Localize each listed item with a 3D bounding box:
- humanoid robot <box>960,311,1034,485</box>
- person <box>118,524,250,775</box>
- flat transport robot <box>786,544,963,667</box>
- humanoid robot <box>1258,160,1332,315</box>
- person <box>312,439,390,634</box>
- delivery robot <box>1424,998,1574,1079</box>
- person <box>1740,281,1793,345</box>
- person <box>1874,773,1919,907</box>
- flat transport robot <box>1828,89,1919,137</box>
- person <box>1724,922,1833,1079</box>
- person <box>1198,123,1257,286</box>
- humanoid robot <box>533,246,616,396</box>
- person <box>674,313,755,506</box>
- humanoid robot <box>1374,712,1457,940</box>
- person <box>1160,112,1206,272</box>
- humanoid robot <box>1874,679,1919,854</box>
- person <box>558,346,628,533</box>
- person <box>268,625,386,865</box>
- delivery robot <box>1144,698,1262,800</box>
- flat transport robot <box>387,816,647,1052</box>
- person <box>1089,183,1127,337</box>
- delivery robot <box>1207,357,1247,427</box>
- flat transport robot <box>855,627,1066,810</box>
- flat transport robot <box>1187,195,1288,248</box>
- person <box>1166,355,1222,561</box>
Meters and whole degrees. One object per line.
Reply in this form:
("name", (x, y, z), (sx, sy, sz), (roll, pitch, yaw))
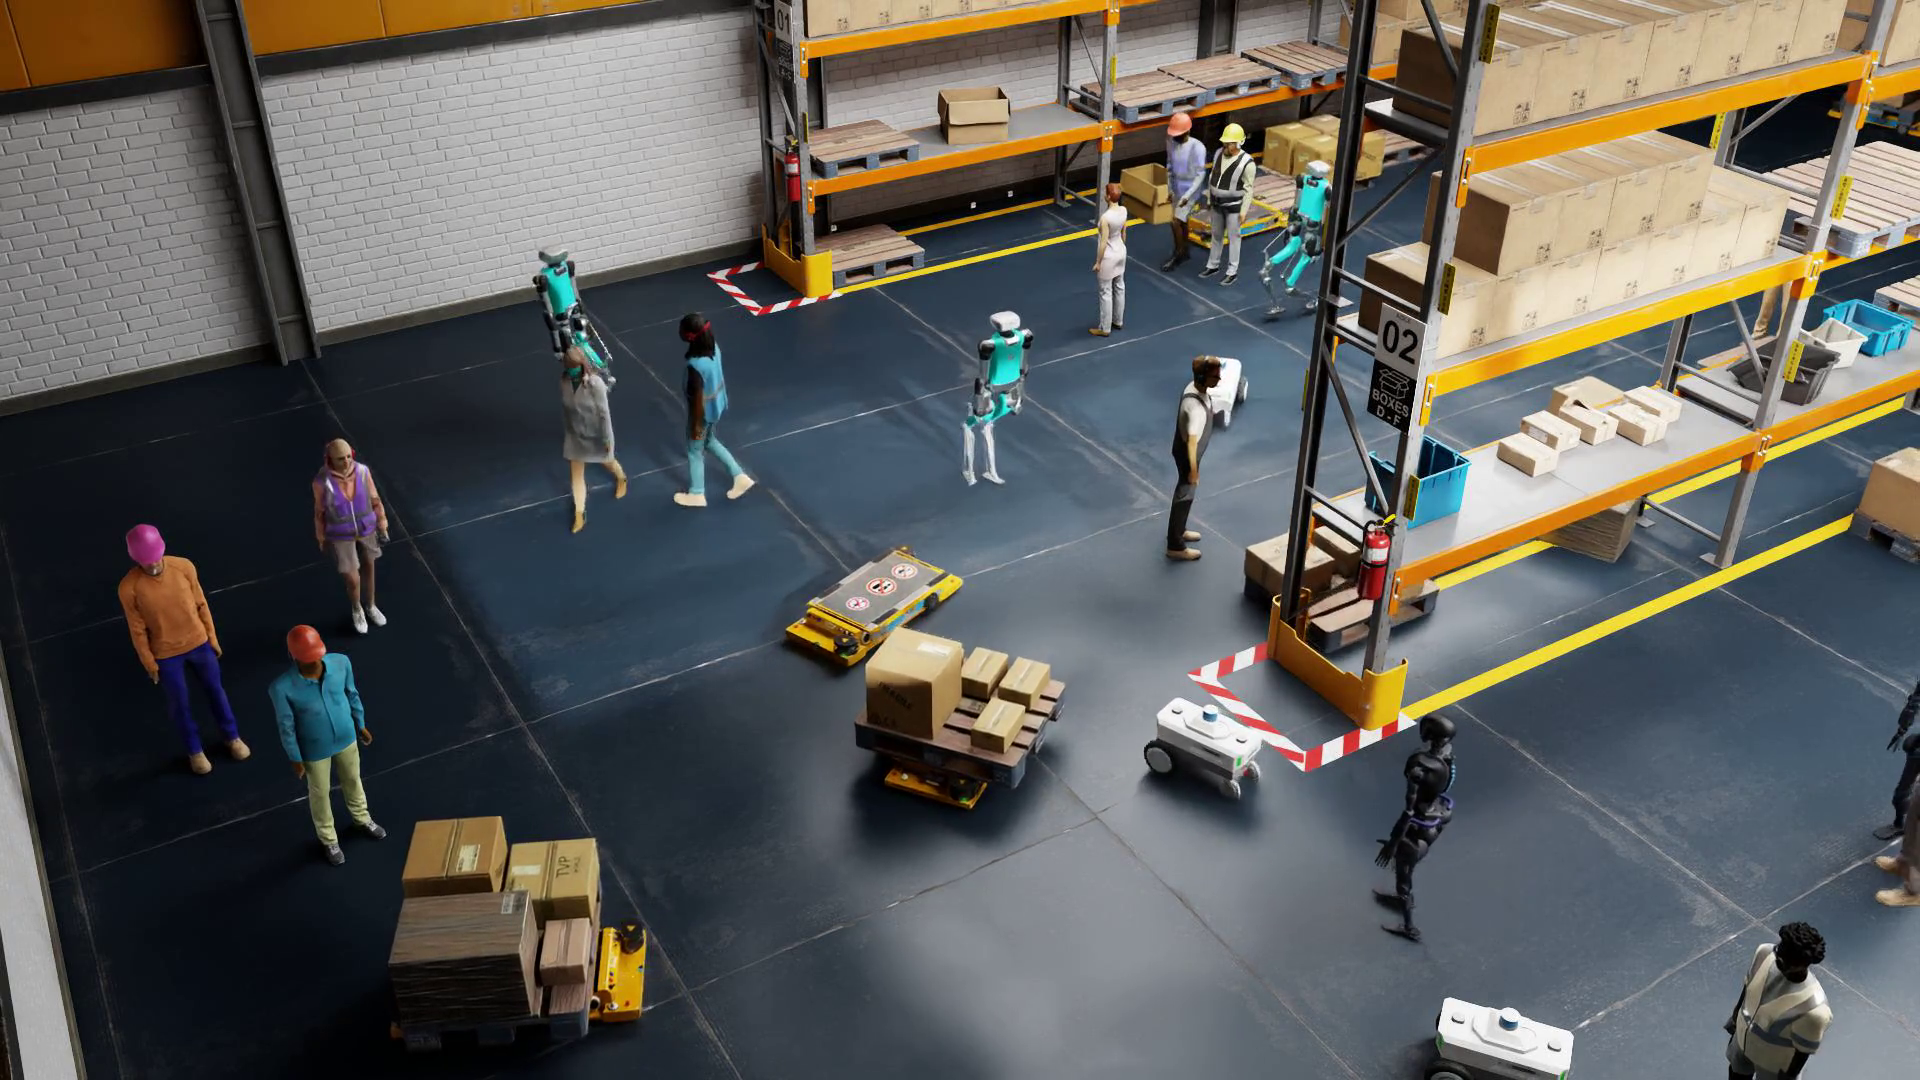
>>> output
("humanoid robot", (0.237, -1.284, 14.739), (0.531, 1.747, 0.818), (-20, 37, -28))
("person", (-5.324, 0.728, 11.327), (0.517, 1.973, 0.401), (-25, 40, -34))
("flat transport robot", (-0.670, 0.501, 13.285), (0.659, 0.231, 1.431), (22, 38, 31))
("humanoid robot", (3.566, -3.142, 17.704), (0.998, 1.733, 0.549), (-21, 38, -30))
("person", (-4.653, -0.028, 12.792), (0.527, 1.675, 0.460), (-24, 39, -33))
("delivery robot", (3.011, 2.845, 9.265), (0.774, 0.581, 0.499), (12, 34, 19))
("person", (8.468, -2.742, 17.058), (0.341, 1.748, 0.571), (-19, 37, -28))
("person", (6.031, 1.513, 10.262), (0.351, 1.768, 0.569), (10, 33, 15))
("flat transport robot", (13.254, -6.039, 23.715), (0.659, 0.231, 1.431), (-26, 40, -35))
("person", (4.157, 2.613, 8.574), (0.320, 1.693, 0.532), (-7, 33, -11))
("person", (2.985, -3.759, 18.606), (0.403, 1.834, 0.588), (-25, 40, -34))
("humanoid robot", (-3.507, -1.852, 15.678), (0.808, 1.798, 0.548), (13, 34, 19))
("person", (-2.183, -1.110, 14.366), (0.646, 1.854, 0.570), (8, 33, 12))
("humanoid robot", (2.743, 1.716, 10.024), (0.351, 1.656, 0.593), (24, 39, 33))
("person", (2.543, -3.954, 18.876), (0.702, 1.875, 0.564), (-22, 38, -31))
("humanoid robot", (6.253, 1.344, 10.635), (0.373, 1.643, 0.608), (-13, 34, -19))
("person", (-3.175, -0.945, 14.308), (0.486, 1.625, 0.818), (5, 33, 9))
("person", (-4.044, 1.276, 10.649), (0.325, 1.752, 0.562), (25, 40, 34))
("delivery robot", (1.720, 1.408, 11.562), (0.777, 0.587, 0.499), (23, 39, 32))
("flat transport robot", (-2.615, 2.613, 9.917), (1.431, 0.231, 0.659), (-3, 32, -5))
("person", (1.574, -2.949, 17.475), (0.275, 1.660, 0.458), (25, 40, 34))
("delivery robot", (2.521, -1.486, 16.192), (0.499, 0.602, 0.801), (8, 33, 13))
("flat transport robot", (0.052, 1.360, 11.915), (0.659, 0.231, 1.431), (13, 34, 20))
("flat transport robot", (3.340, -3.878, 20.269), (1.431, 0.231, 0.659), (-20, 37, -29))
("person", (1.921, -0.693, 13.720), (0.347, 1.835, 0.501), (5, 32, 8))
